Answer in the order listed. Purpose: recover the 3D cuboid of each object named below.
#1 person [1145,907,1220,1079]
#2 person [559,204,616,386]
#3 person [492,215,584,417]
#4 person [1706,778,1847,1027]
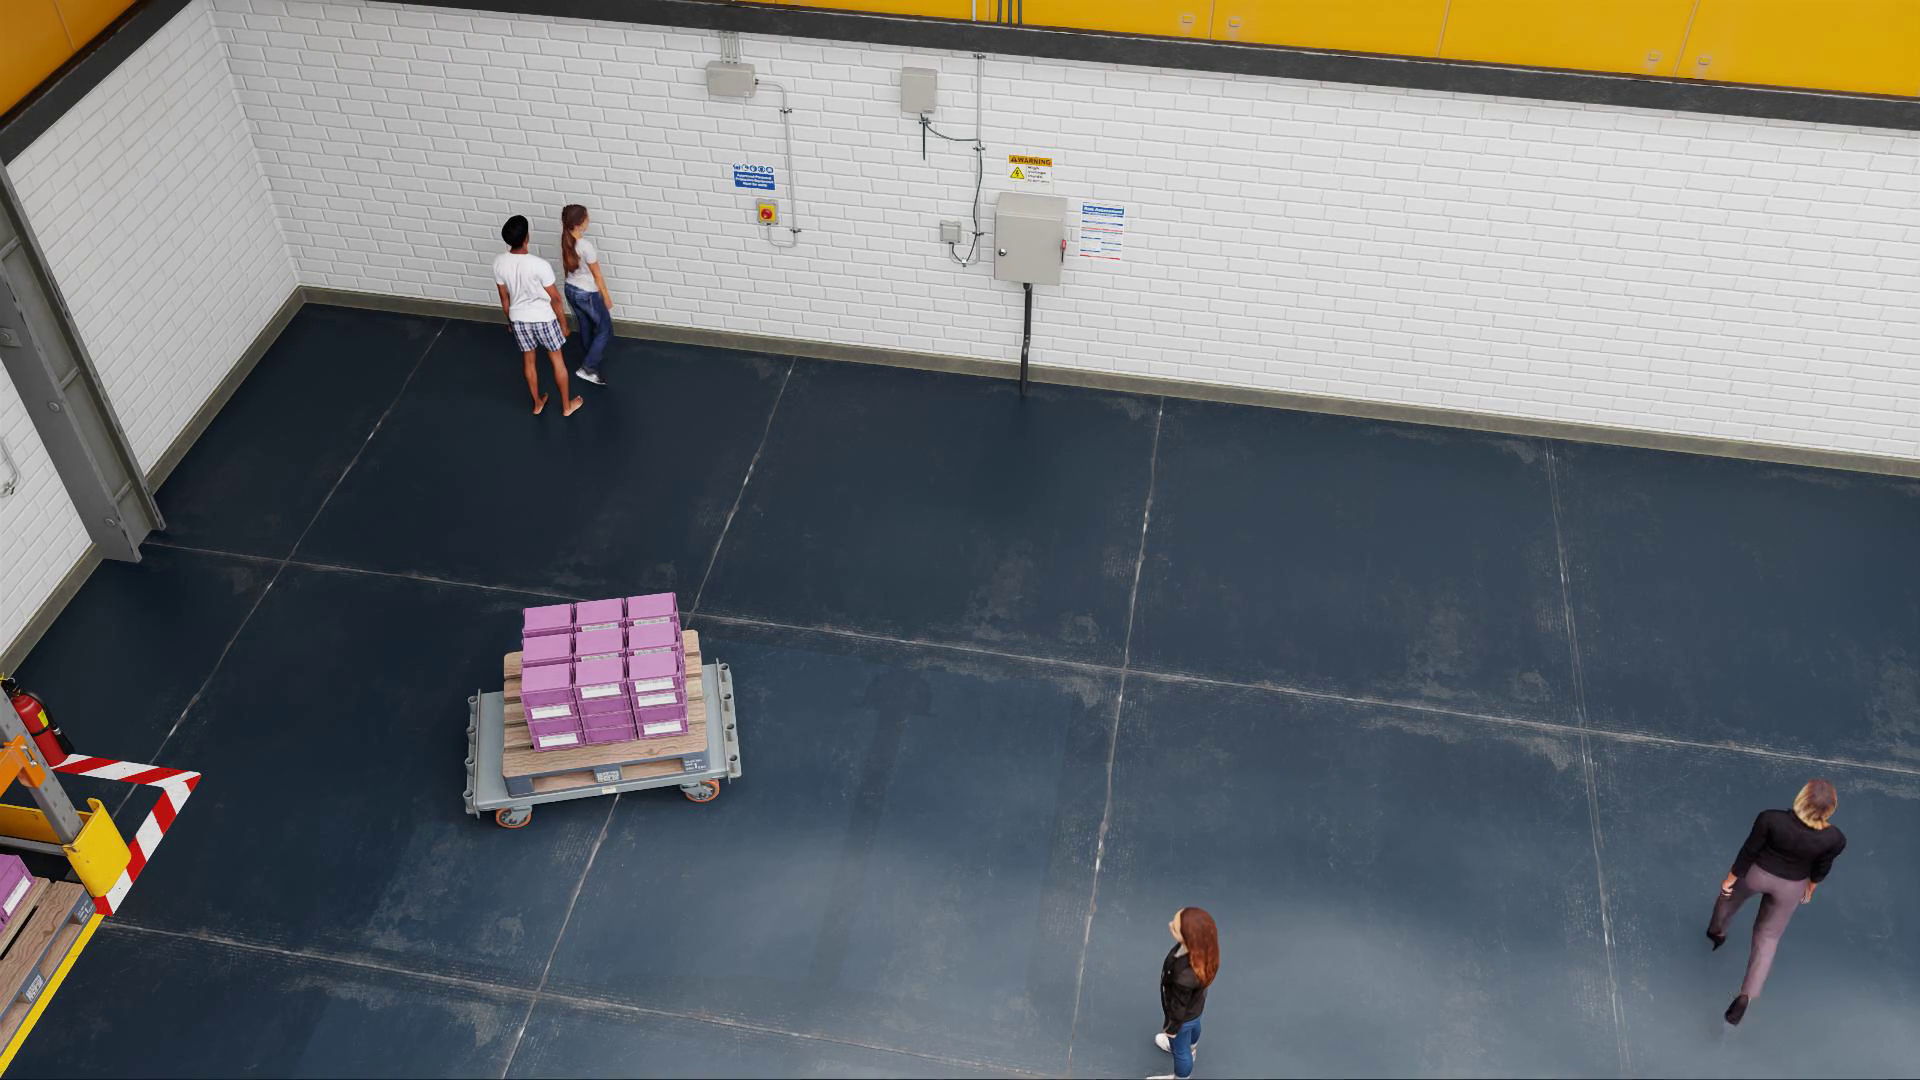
[{"bbox_3d":[1.159,2.337,8.494,0.635,1.480,0.462,12,45,12],"label":"person"},{"bbox_3d":[-2.901,-1.906,12.890,0.721,1.560,0.800,19,47,19],"label":"person"},{"bbox_3d":[-3.202,-1.665,12.510,0.629,1.735,0.512,8,44,8],"label":"person"},{"bbox_3d":[4.289,1.909,8.825,0.741,1.643,1.058,16,46,16],"label":"person"}]
